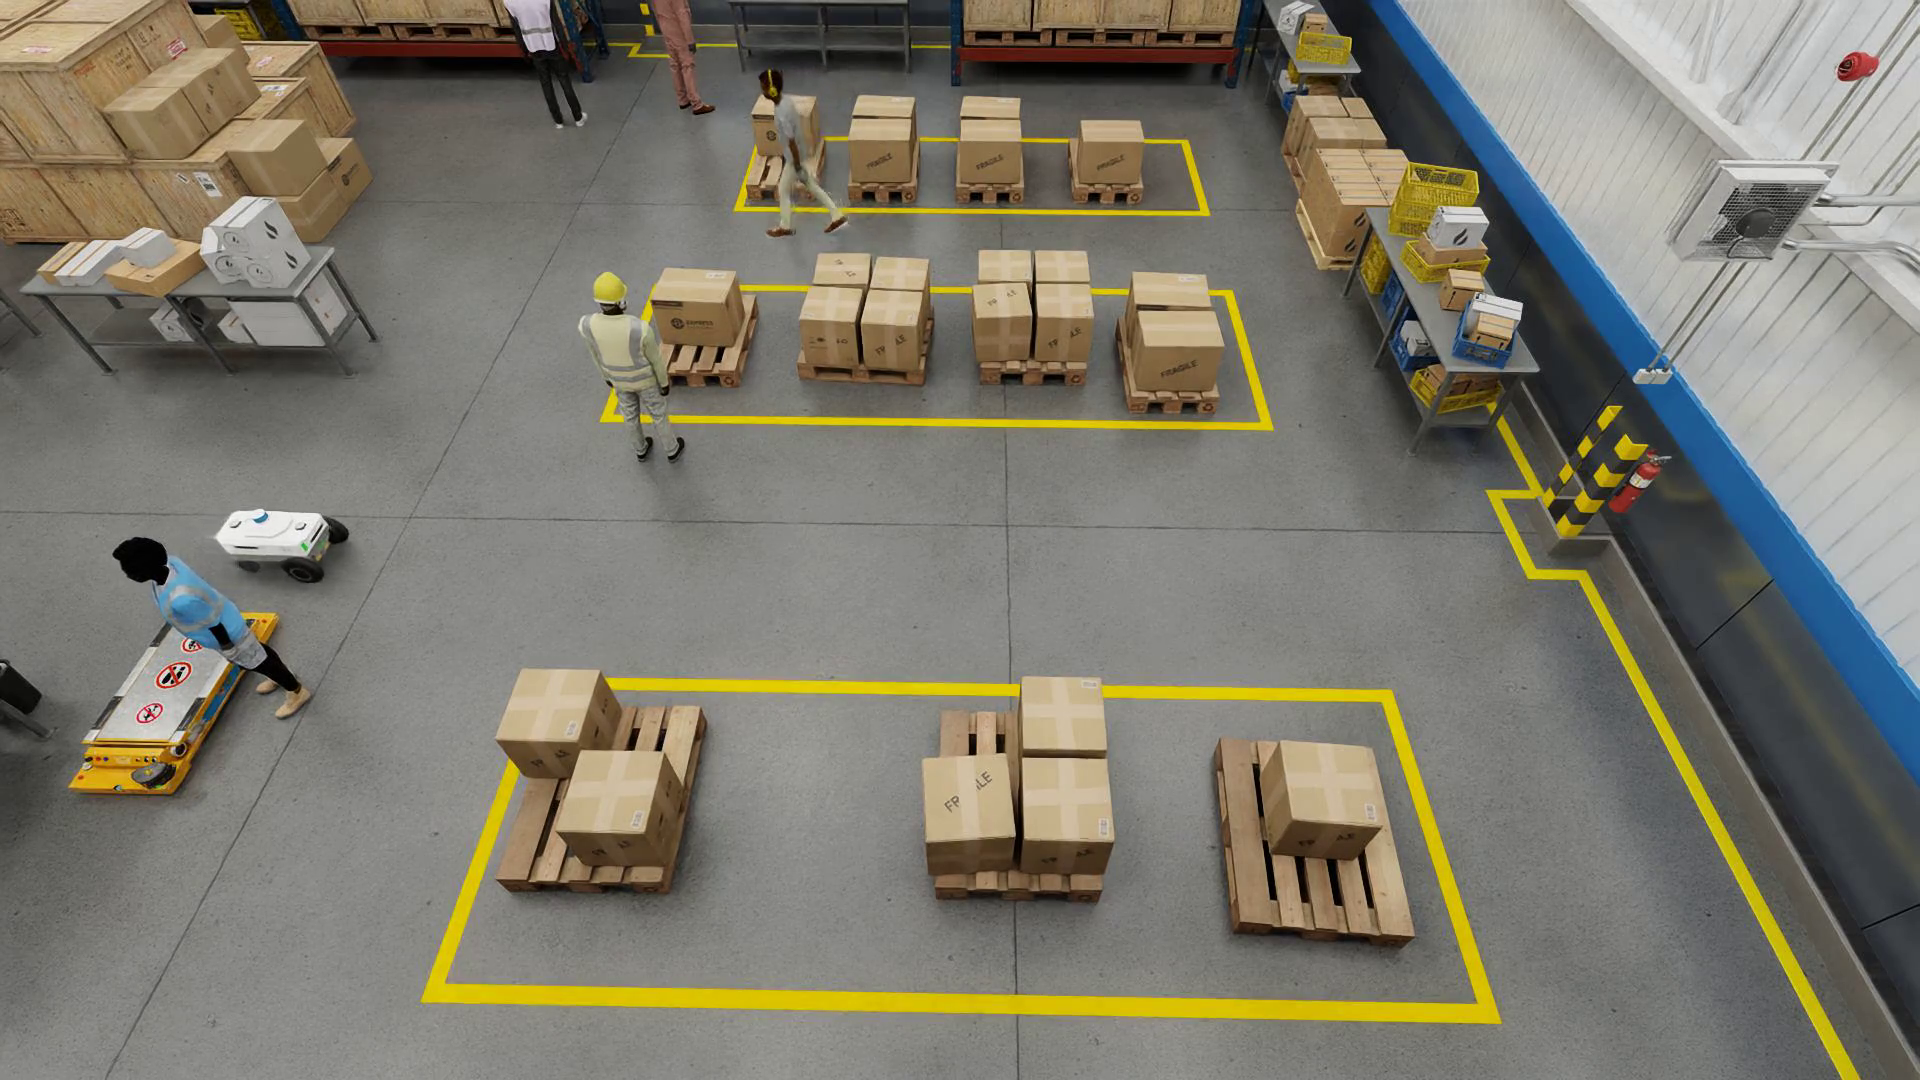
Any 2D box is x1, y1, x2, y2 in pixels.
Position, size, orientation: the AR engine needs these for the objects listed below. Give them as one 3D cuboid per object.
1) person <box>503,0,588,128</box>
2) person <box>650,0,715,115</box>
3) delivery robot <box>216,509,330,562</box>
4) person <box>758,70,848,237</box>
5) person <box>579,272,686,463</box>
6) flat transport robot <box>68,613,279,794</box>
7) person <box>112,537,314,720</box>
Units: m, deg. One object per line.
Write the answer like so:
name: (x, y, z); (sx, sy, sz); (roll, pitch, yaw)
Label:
person: (-5.215, -6.170, 11.500); (0.592, 1.915, 0.375); (-8, 50, -7)
person: (-3.613, -6.508, 11.792); (0.639, 1.910, 0.406); (36, 58, 26)
delivery robot: (-5.340, -0.045, 7.143); (0.707, 0.478, 0.477); (2, 50, 2)
person: (-1.716, -4.092, 9.807); (0.911, 1.824, 0.488); (1, 50, 0)
person: (-2.657, -1.357, 7.490); (0.582, 1.824, 0.403); (3, 50, 3)
flat transport robot: (-5.504, 1.072, 6.442); (0.652, 0.197, 1.431); (1, 50, 1)
person: (-4.812, 0.571, 5.935); (0.541, 1.700, 0.316); (35, 58, 26)
